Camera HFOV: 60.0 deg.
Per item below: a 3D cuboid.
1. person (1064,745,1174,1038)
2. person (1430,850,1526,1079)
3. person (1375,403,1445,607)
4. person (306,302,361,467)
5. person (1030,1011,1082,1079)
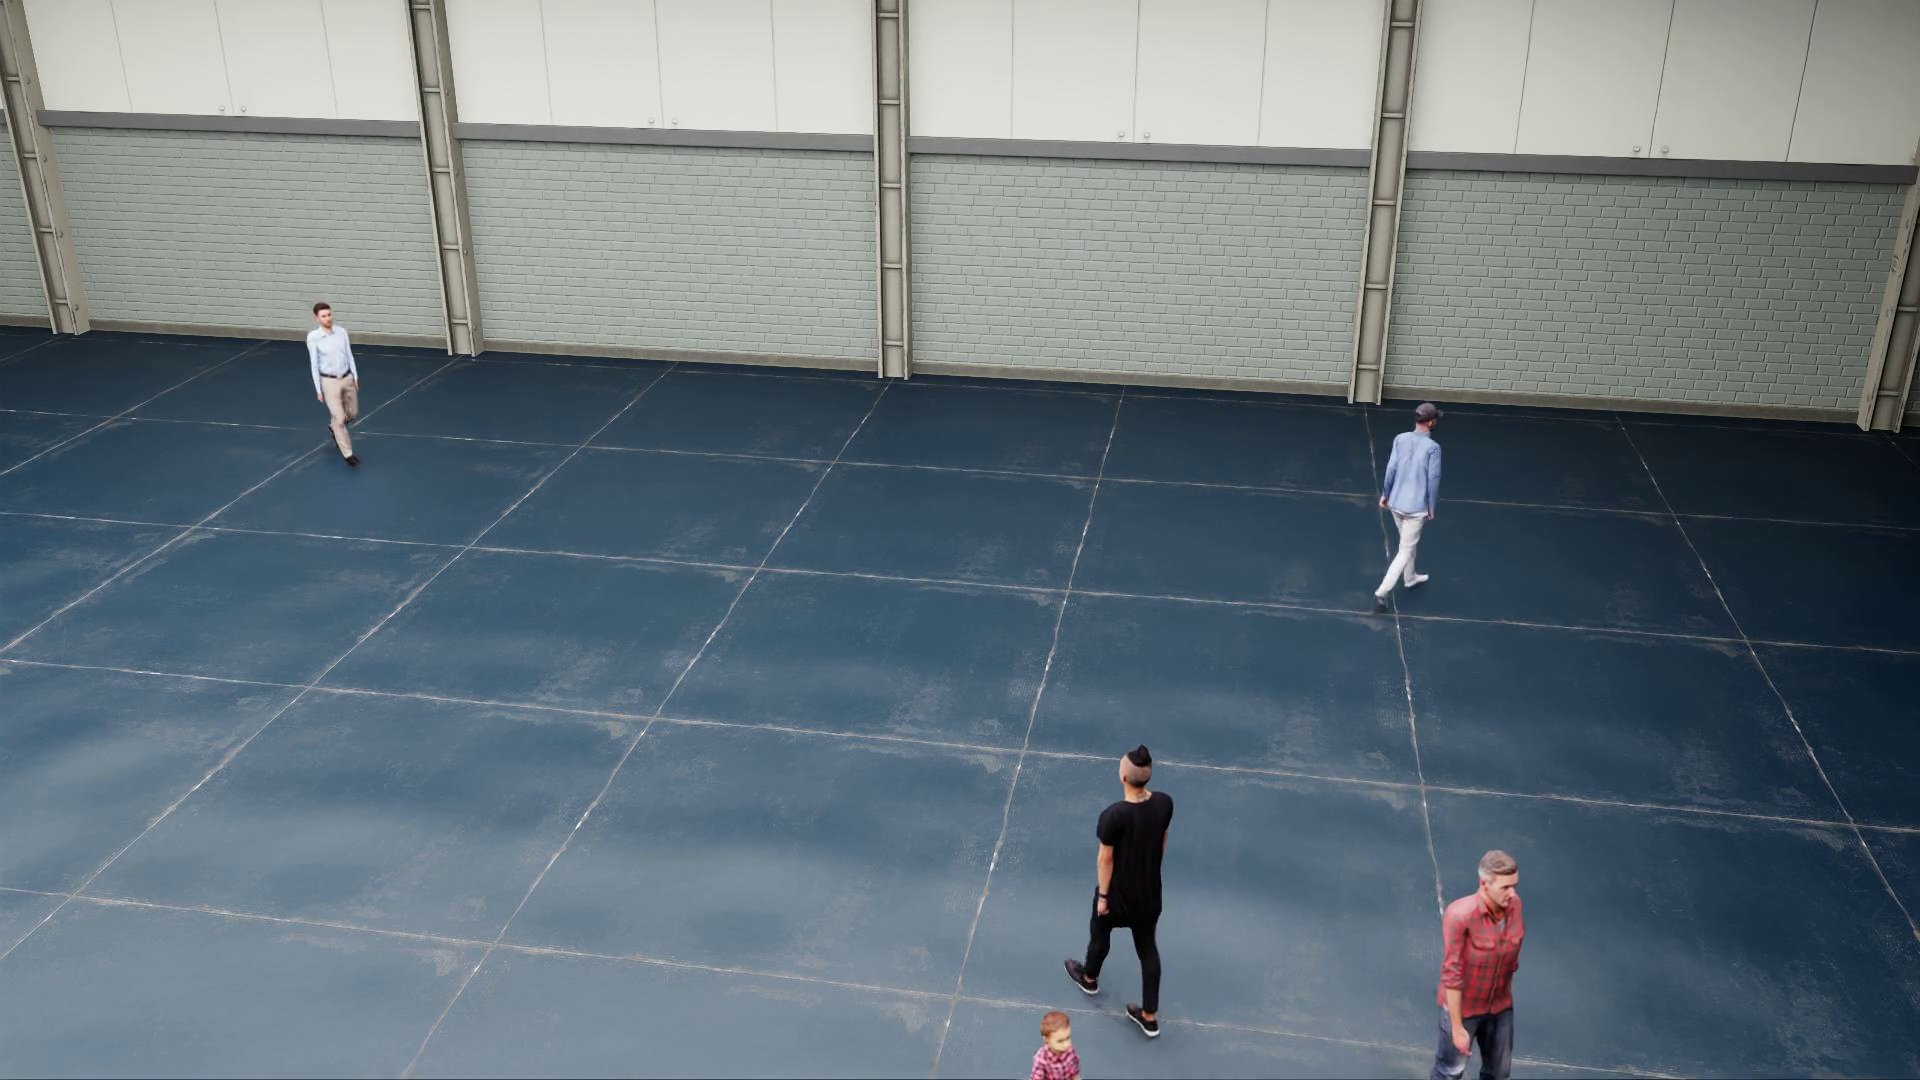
[{"bbox_3d":[1.037,2.037,9.569,1.083,1.839,1.115,-13,26,-27],"label":"person"},{"bbox_3d":[2.655,2.394,8.751,0.792,1.821,0.892,-9,25,-21],"label":"person"},{"bbox_3d":[4.015,-0.297,15.033,1.221,1.859,1.192,-19,29,-37],"label":"person"},{"bbox_3d":[-6.961,-1.755,18.495,1.107,1.831,0.972,21,31,40],"label":"person"},{"bbox_3d":[0.468,2.863,8.679,0.597,1.015,0.657,-15,27,-31],"label":"person"}]
